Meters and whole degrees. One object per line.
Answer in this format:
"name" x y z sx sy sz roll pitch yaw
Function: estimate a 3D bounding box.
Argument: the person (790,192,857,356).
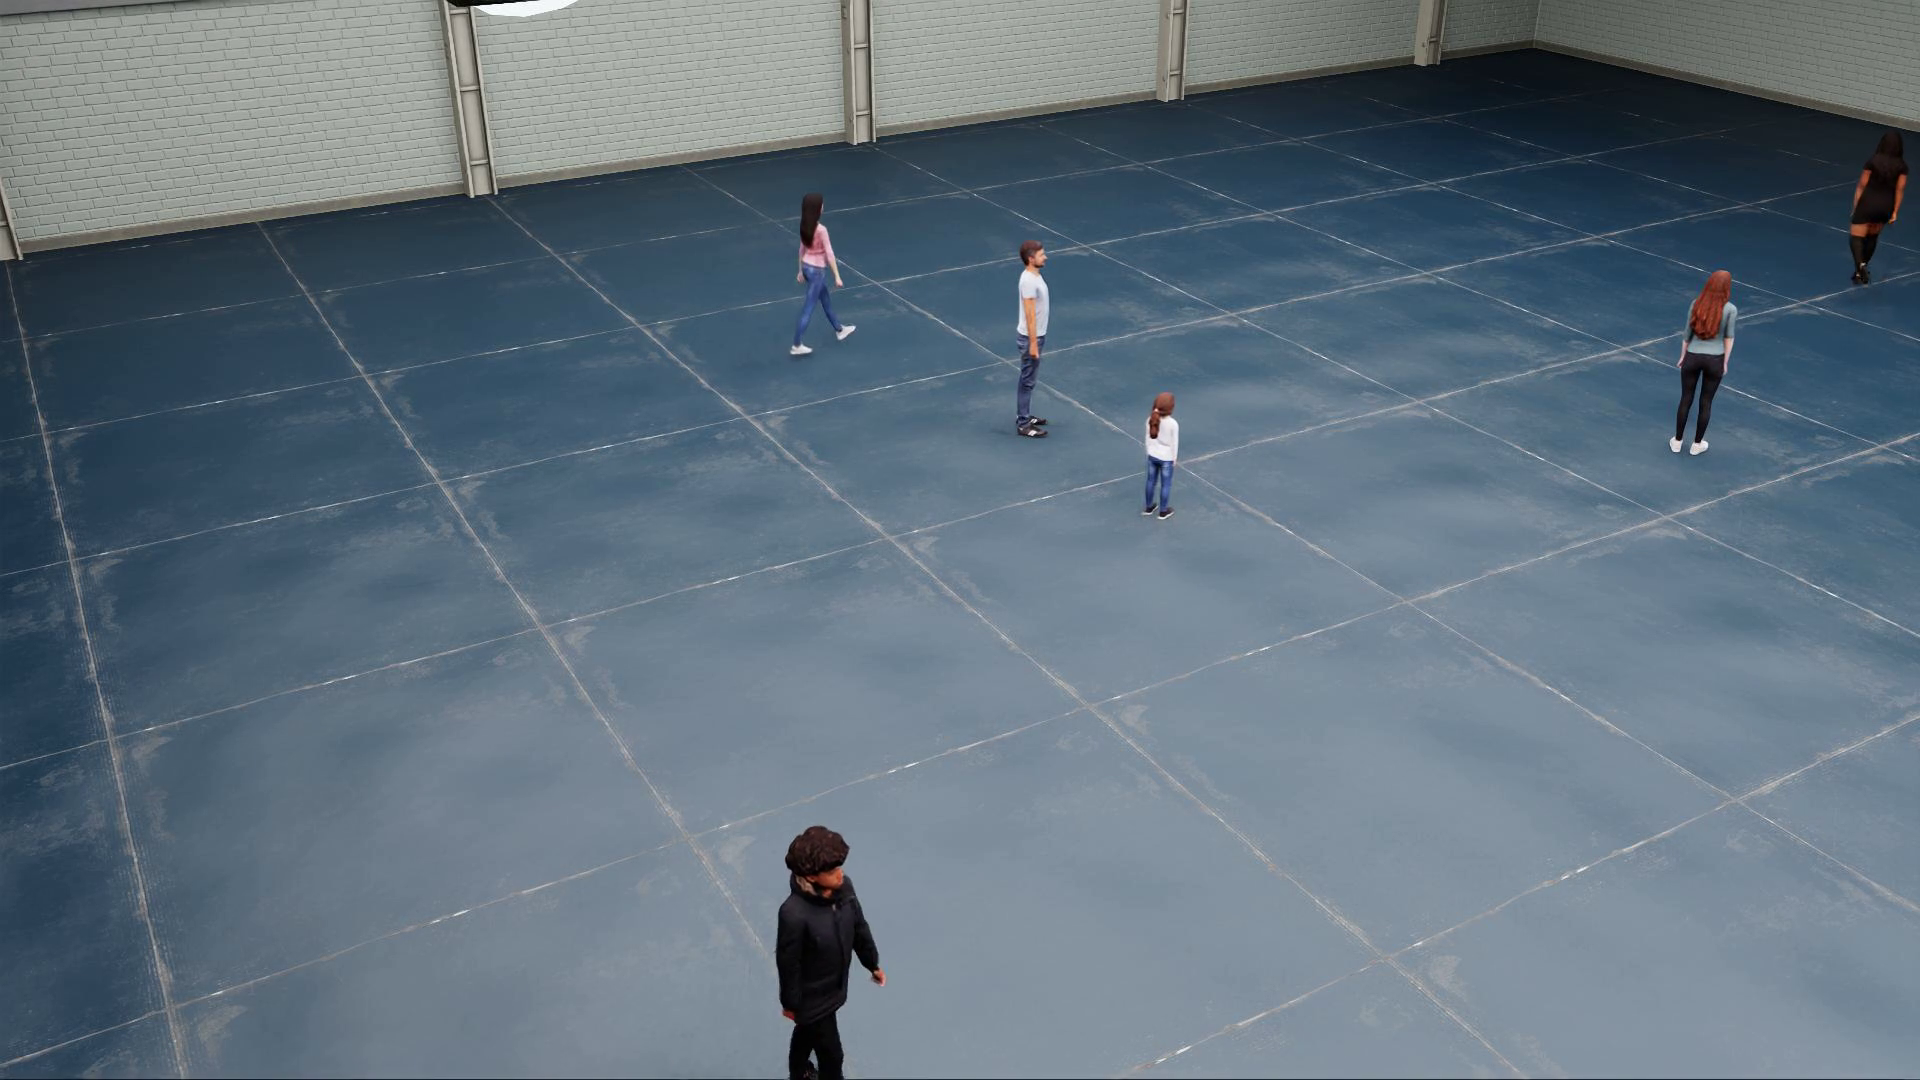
"person" -1.599 -2.762 17.459 1.105 1.707 0.641 -18 32 -31

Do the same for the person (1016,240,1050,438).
"person" 0.658 -1.905 15.621 0.733 1.865 0.720 2 27 3

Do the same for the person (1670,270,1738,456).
"person" 6.796 -1.620 15.202 0.665 1.743 0.686 15 31 27

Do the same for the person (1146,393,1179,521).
"person" 1.715 -0.728 14.163 0.513 1.108 0.552 17 32 30

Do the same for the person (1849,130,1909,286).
"person" 10.614 -3.778 19.311 1.036 1.817 1.102 9 28 16

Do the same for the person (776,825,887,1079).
"person" -0.752 2.088 7.991 0.969 1.751 0.979 13 30 24
